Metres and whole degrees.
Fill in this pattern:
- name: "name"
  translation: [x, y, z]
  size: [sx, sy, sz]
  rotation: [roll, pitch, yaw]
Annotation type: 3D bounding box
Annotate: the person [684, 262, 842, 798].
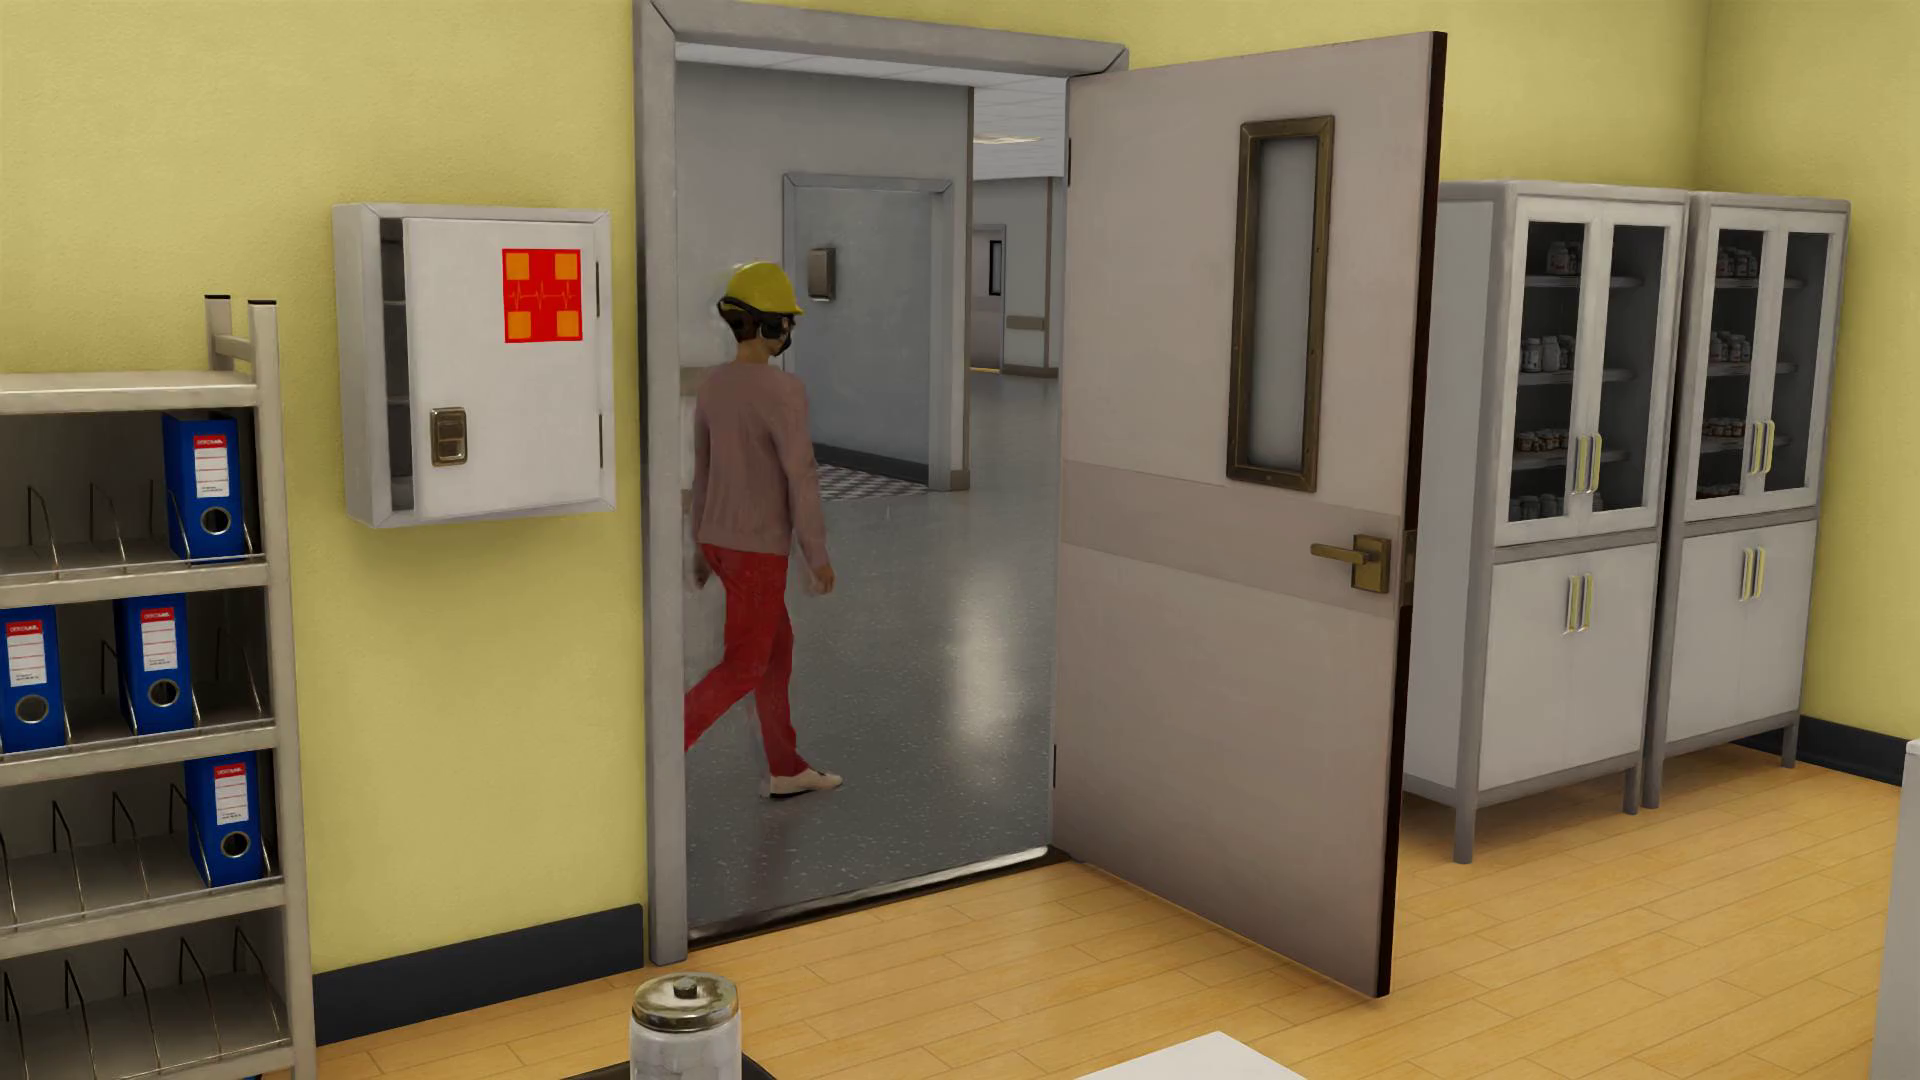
- name: "person"
  translation: [-0.713, 0.017, 5.106]
  size: [0.816, 1.734, 0.523]
  rotation: [-6, 12, -35]
